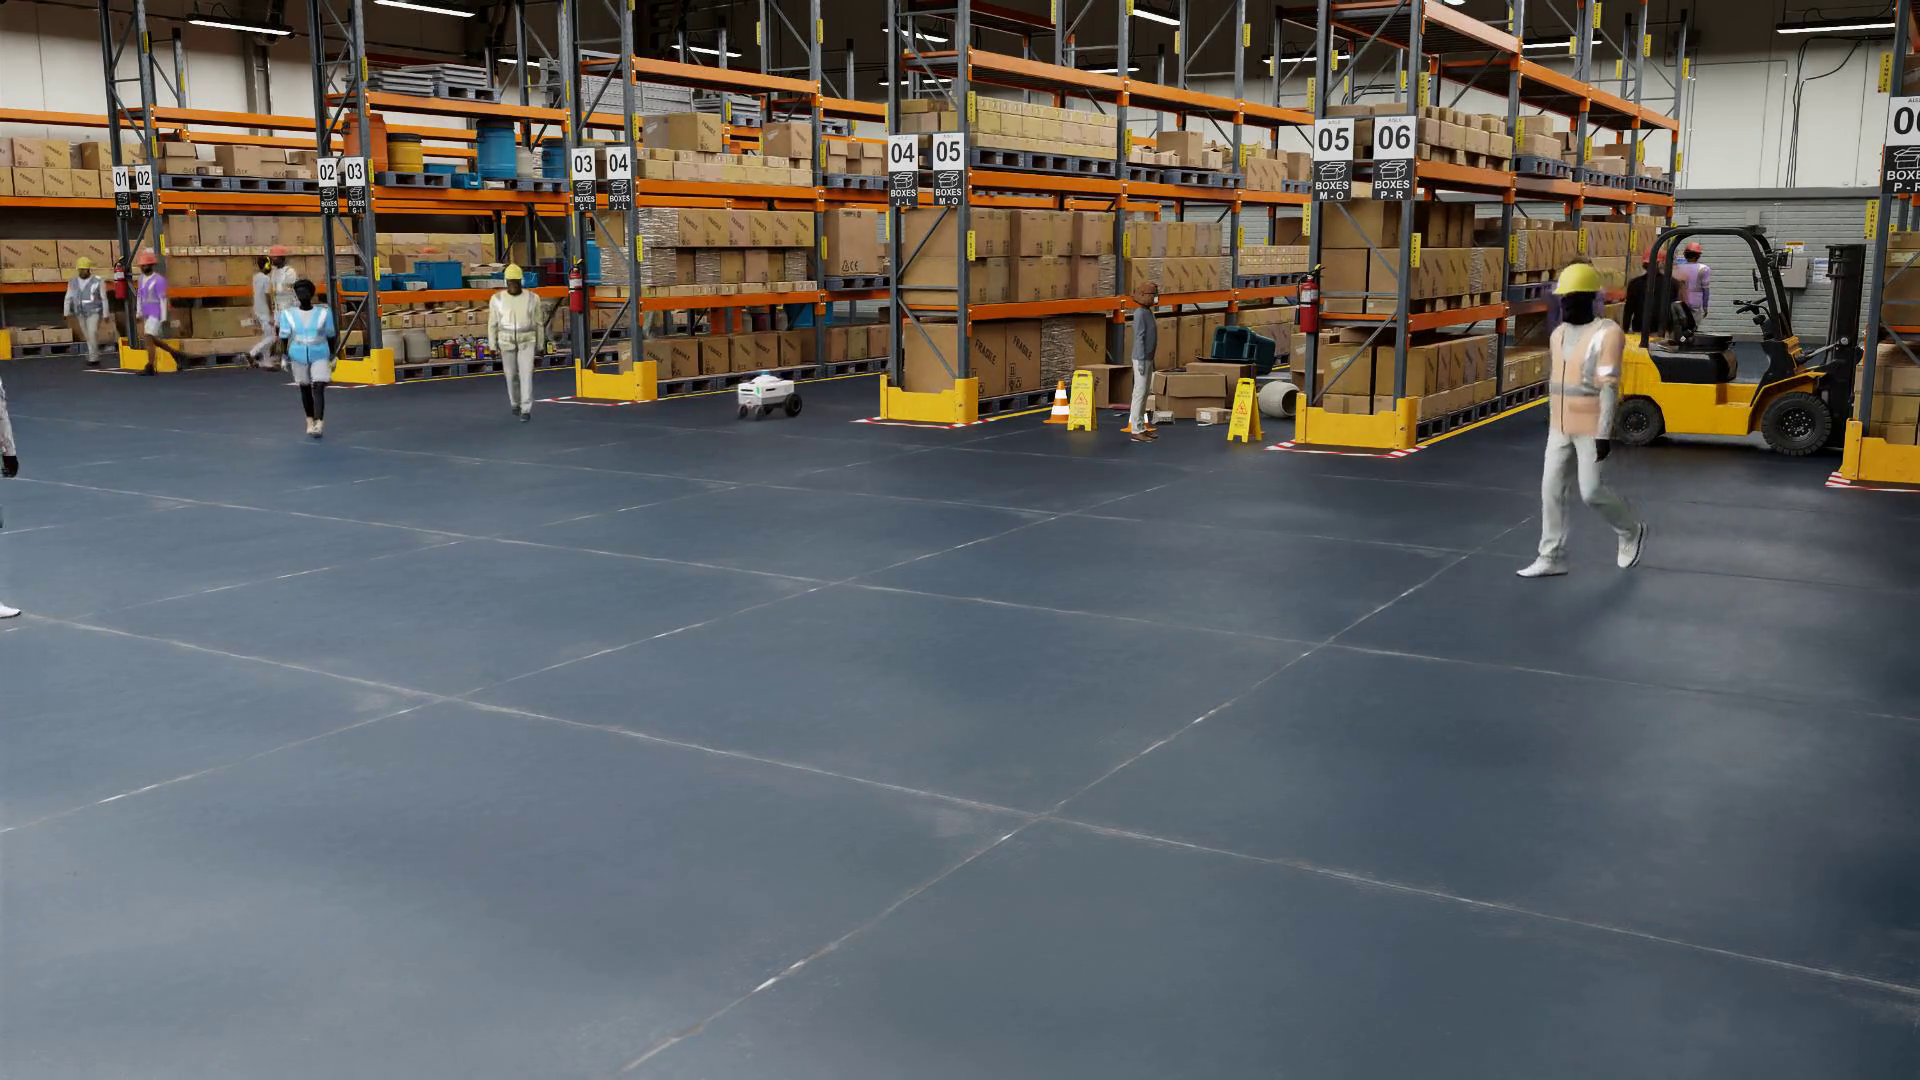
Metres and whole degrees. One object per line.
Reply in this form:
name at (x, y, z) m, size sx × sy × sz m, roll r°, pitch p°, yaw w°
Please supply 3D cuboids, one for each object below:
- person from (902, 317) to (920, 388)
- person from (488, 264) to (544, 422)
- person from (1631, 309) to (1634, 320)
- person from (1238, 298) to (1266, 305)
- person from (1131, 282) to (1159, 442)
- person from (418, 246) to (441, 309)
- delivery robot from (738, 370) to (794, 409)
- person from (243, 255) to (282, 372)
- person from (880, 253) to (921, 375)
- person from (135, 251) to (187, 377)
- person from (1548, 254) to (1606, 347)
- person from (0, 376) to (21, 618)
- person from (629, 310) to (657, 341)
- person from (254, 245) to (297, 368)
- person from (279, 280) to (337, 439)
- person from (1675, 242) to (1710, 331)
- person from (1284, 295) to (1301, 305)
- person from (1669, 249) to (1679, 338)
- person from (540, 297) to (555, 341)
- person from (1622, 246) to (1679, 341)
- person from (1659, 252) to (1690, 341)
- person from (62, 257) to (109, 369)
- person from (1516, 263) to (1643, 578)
person at (-0.715, -2.931, 23.059) m, size 0.315 × 1.698 × 0.541 m, roll -8°, pitch 13°, yaw -38°
person at (-5.097, -2.274, 19.129) m, size 0.606 × 1.801 × 0.882 m, roll -2°, pitch 10°, yaw -10°
person at (12.977, -4.601, 31.957) m, size 0.328 × 1.865 × 0.520 m, roll 4°, pitch 11°, yaw 23°
person at (5.377, -4.359, 30.768) m, size 0.629 × 1.812 × 0.861 m, roll 6°, pitch 12°, yaw 29°
person at (1.907, -1.831, 17.085) m, size 0.280 × 1.633 × 0.503 m, roll 3°, pitch 11°, yaw 18°
person at (-10.957, -5.108, 34.518) m, size 0.617 × 1.968 × 0.925 m, roll 9°, pitch 13°, yaw 40°
delivery robot at (-2.247, -1.733, 19.293) m, size 0.477 × 0.478 × 0.707 m, roll 6°, pitch 12°, yaw 32°
person at (-10.971, -3.535, 26.057) m, size 0.591 × 1.844 × 0.557 m, roll 9°, pitch 14°, yaw 42°
person at (-0.801, -3.401, 25.205) m, size 0.651 × 1.880 × 1.037 m, roll 7°, pitch 12°, yaw 33°
person at (-12.309, -3.469, 25.505) m, size 0.559 × 1.908 × 0.788 m, roll 7°, pitch 12°, yaw 34°
person at (7.027, -2.311, 19.038) m, size 0.629 × 1.904 × 0.987 m, roll 5°, pitch 11°, yaw 27°
person at (-5.259, -0.505, 8.863) m, size 0.421 × 1.911 × 0.620 m, roll 0°, pitch 10°, yaw 0°
person at (-4.602, -3.108, 24.050) m, size 0.504 × 1.688 × 0.895 m, roll 5°, pitch 11°, yaw 27°
person at (-10.963, -3.765, 26.936) m, size 0.619 × 1.995 × 1.048 m, roll 6°, pitch 12°, yaw 31°
person at (-6.826, -1.898, 17.421) m, size 0.547 × 1.646 × 0.888 m, roll -2°, pitch 10°, yaw -14°
person at (11.957, -3.857, 27.295) m, size 0.611 × 2.040 × 0.393 m, roll 6°, pitch 12°, yaw 32°
person at (6.686, -4.752, 32.982) m, size 0.777 × 1.812 × 0.600 m, roll -8°, pitch 13°, yaw -37°
person at (12.875, -4.452, 30.628) m, size 0.683 × 2.000 × 0.900 m, roll -10°, pitch 14°, yaw -43°
person at (-7.445, -4.089, 29.752) m, size 0.511 × 1.621 × 0.384 m, roll 6°, pitch 12°, yaw 30°
person at (8.399, -2.569, 20.241) m, size 0.637 × 1.982 × 0.546 m, roll 6°, pitch 12°, yaw 32°
person at (10.956, -3.519, 25.812) m, size 0.687 × 1.885 × 0.575 m, roll 6°, pitch 12°, yaw 31°
person at (-14.145, -3.652, 26.848) m, size 0.631 × 1.778 × 0.914 m, roll 0°, pitch 10°, yaw 1°
person at (3.801, -0.713, 10.055) m, size 0.759 × 1.908 × 0.589 m, roll -4°, pitch 11°, yaw -24°
